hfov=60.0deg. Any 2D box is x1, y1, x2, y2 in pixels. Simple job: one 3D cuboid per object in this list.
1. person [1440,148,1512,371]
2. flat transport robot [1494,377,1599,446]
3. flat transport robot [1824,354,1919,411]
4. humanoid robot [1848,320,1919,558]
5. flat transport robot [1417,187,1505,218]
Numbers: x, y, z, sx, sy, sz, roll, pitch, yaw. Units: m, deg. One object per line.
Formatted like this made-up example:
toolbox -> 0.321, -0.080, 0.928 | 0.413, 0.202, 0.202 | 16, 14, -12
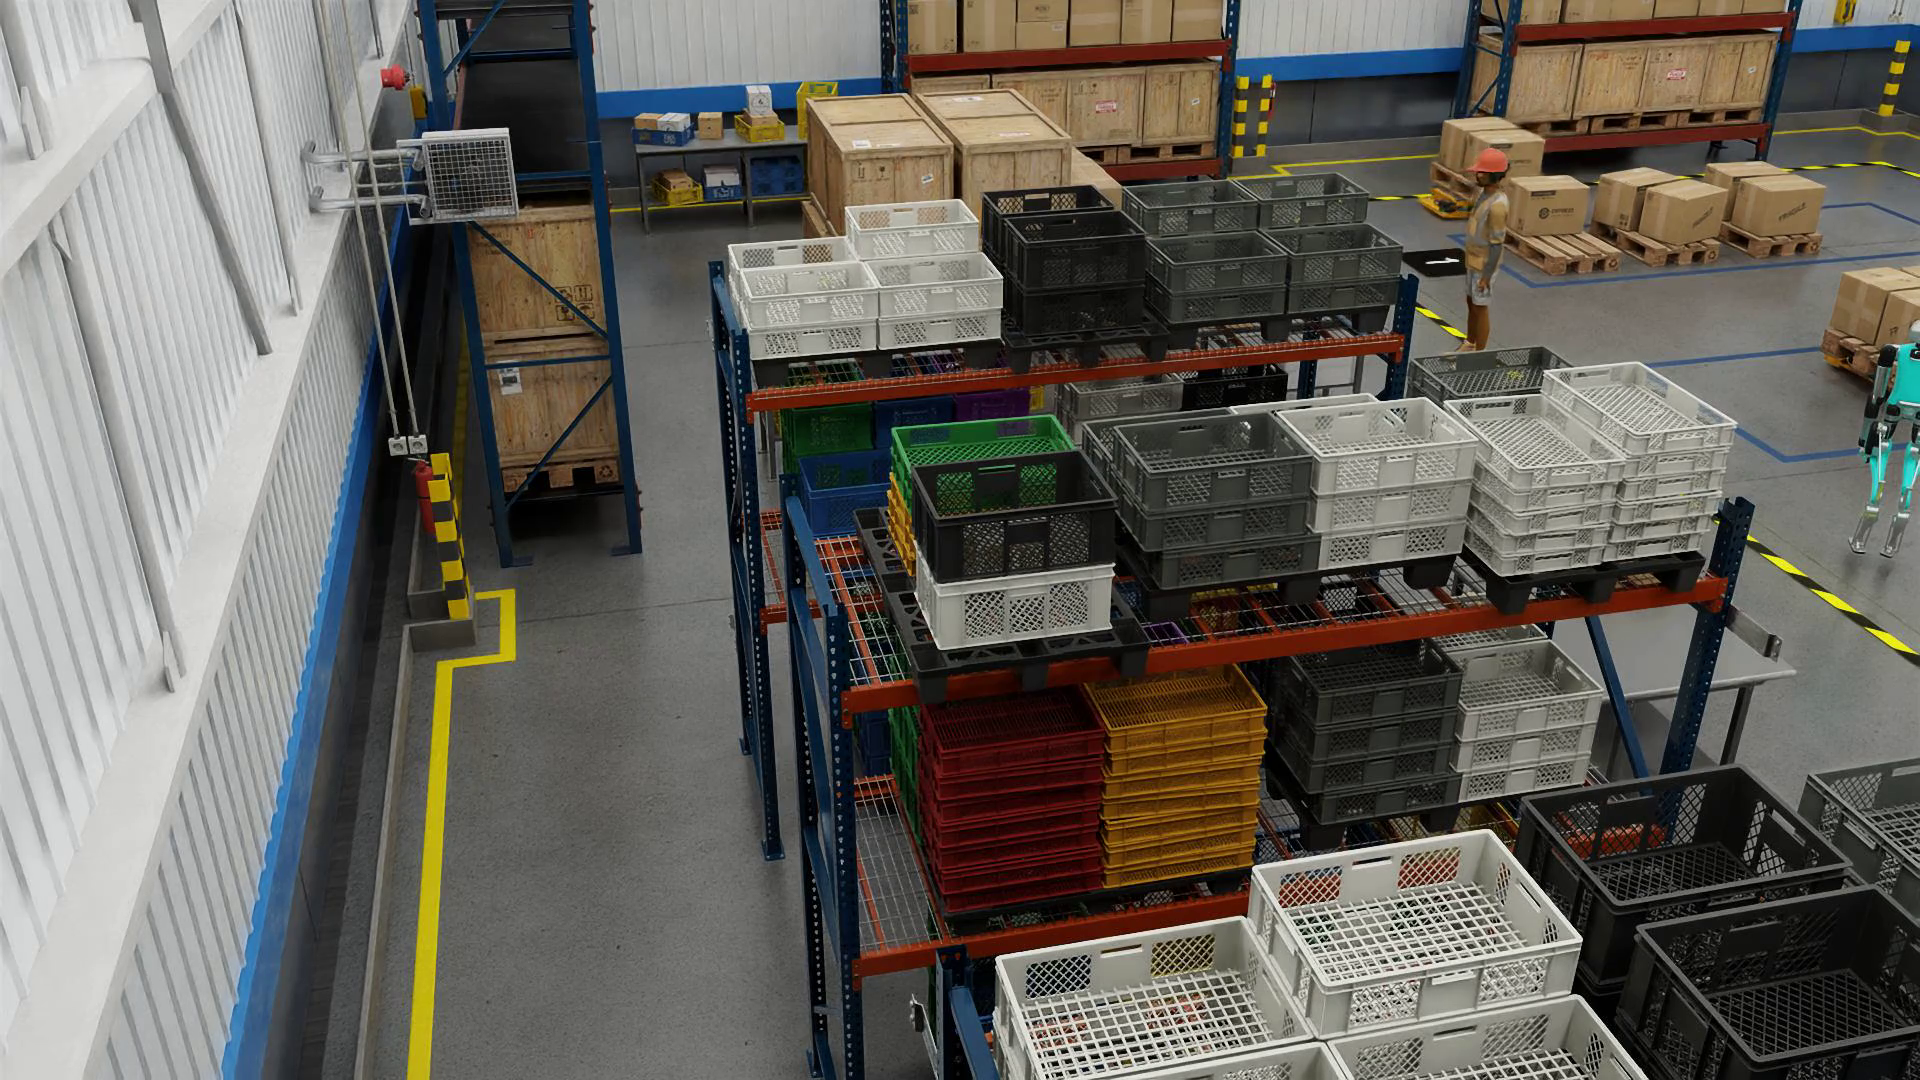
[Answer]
person -> 4.628, -2.475, 14.840 | 0.387, 2.045, 0.605 | 2, 28, 3
flat transport robot -> 4.780, -1.036, 14.013 | 0.659, 0.231, 1.431 | -6, 28, -12
flat transport robot -> 8.473, -1.467, 14.800 | 0.652, 0.197, 1.431 | -6, 28, -12
humanoid robot -> 6.516, -0.634, 11.530 | 0.533, 1.677, 0.735 | 14, 31, 24
flat transport robot -> 6.222, -4.036, 19.673 | 1.431, 0.197, 0.652 | -6, 28, -12
